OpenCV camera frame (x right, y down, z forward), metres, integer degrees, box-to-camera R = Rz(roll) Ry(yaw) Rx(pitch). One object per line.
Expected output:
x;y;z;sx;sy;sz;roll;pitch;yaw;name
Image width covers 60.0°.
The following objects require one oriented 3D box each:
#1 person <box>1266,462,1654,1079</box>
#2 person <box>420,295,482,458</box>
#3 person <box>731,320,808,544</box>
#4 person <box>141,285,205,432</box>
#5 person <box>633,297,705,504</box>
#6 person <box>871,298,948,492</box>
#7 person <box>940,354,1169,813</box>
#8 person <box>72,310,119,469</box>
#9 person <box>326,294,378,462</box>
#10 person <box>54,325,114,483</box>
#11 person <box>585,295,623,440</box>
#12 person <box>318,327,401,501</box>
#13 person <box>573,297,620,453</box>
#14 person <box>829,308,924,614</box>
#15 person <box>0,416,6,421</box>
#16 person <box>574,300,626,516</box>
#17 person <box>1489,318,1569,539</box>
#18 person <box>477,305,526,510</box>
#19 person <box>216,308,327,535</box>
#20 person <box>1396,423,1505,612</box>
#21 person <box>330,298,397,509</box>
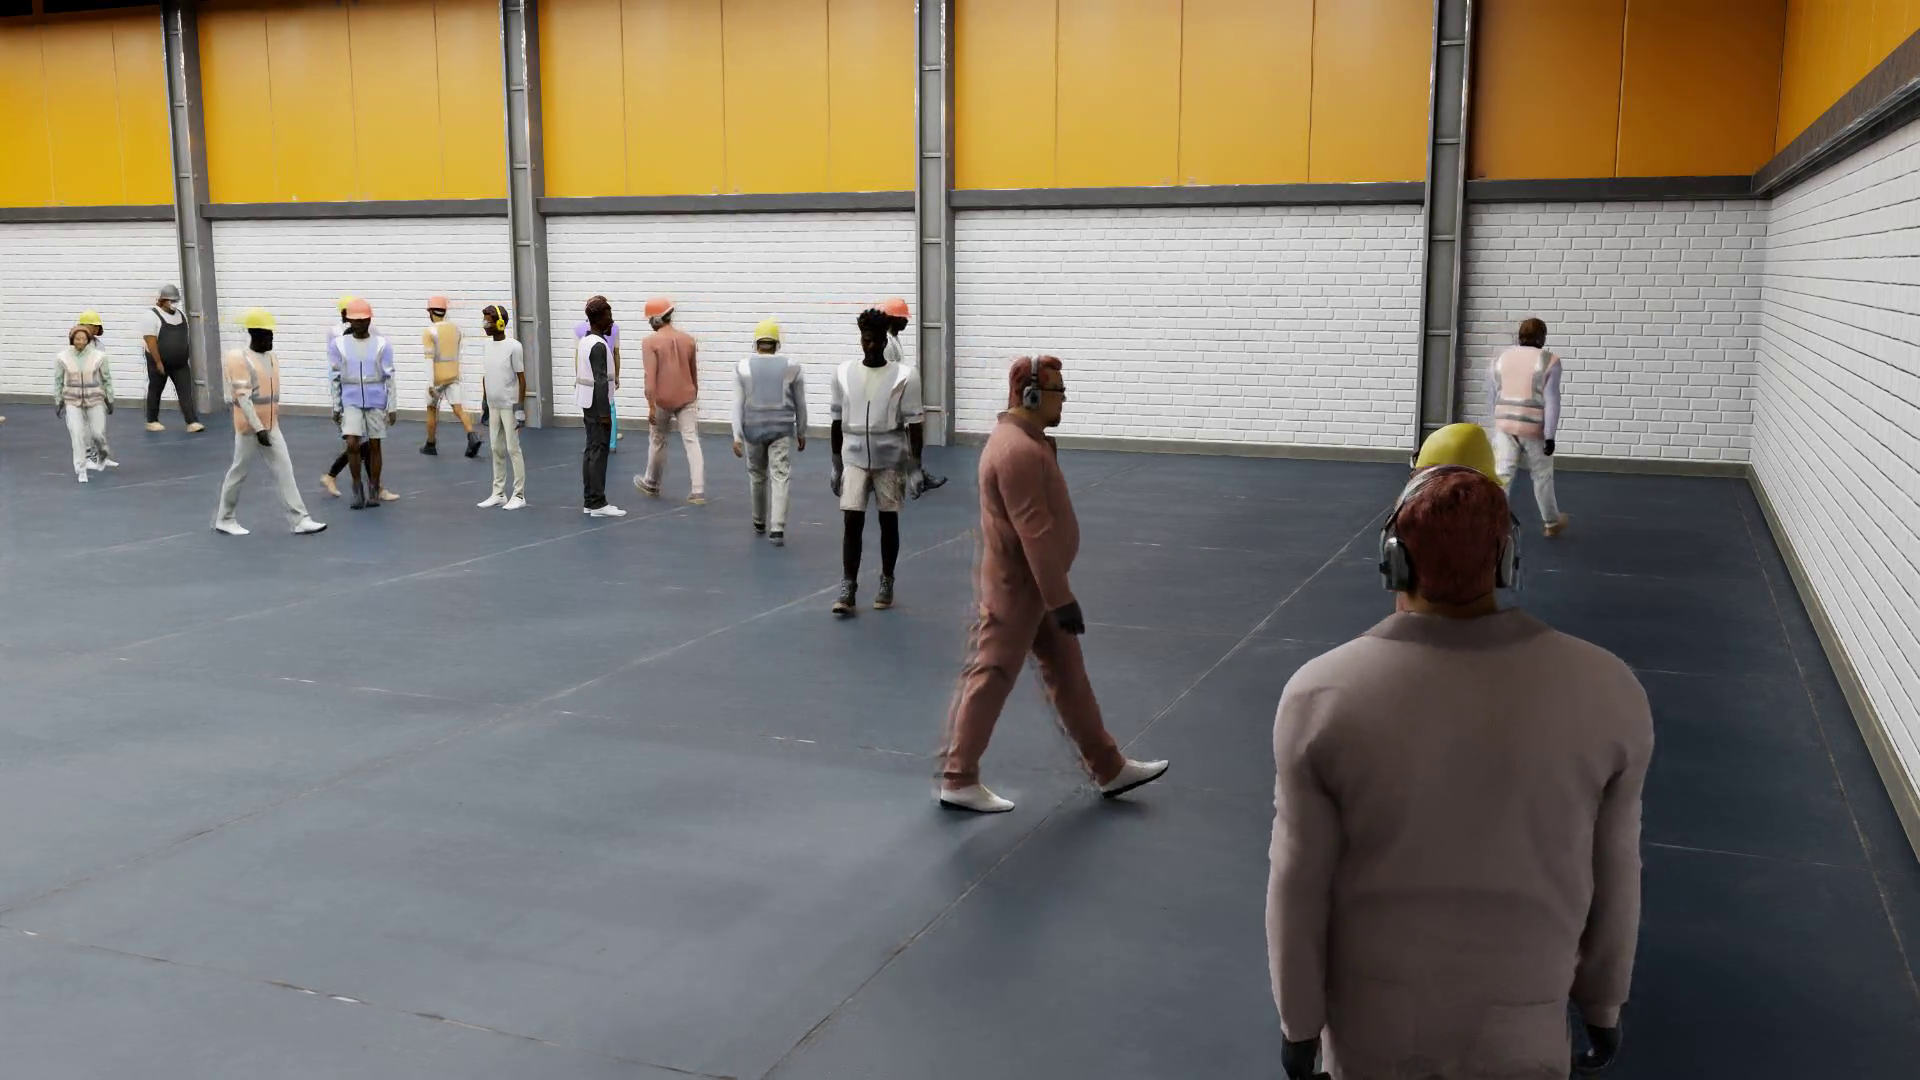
0.860;0.807;2.923;0.650;1.883;0.749;2;10;10;person
-5.959;-1.899;19.320;0.965;1.900;0.538;7;12;38;person
-1.540;-0.881;13.460;0.614;1.781;0.928;-1;9;-9;person
-10.597;-2.456;22.223;0.986;2.000;0.679;6;11;32;person
-2.742;-1.316;15.660;0.659;1.916;1.048;-7;12;-38;person
-0.563;-1.409;16.308;0.941;1.891;0.570;0;9;2;person
0.363;0.196;6.703;0.949;1.861;0.650;1;9;9;person
-9.483;-1.640;18.216;0.344;1.733;0.479;1;9;5;person
-6.746;-1.792;18.595;0.590;1.911;0.636;-8;12;-41;person
-9.056;-1.418;17.205;0.543;1.620;0.507;-5;11;-27;person
-4.584;-2.191;21.207;0.506;1.847;0.344;7;12;36;person
-5.744;-1.195;15.719;0.800;1.668;0.534;0;9;2;person
-4.266;-1.925;19.596;0.565;1.846;0.389;-6;11;-33;person
-0.543;-0.487;10.575;0.653;1.956;0.638;1;9;8;person
-13.938;-2.595;23.675;0.634;1.839;0.429;5;11;30;person
-3.226;-1.167;14.781;0.375;1.917;0.598;-4;10;-23;person
4.600;-0.884;13.428;0.944;1.792;0.643;-9;13;-44;person
-4.179;-1.203;15.176;0.521;1.864;0.334;6;11;32;person
-5.742;-0.953;13.622;0.978;1.880;0.599;3;10;16;person
1.417;0.530;4.966;0.329;1.765;0.526;3;10;19;person
-5.421;-1.227;15.131;0.570;1.919;0.649;-3;10;-16;person
